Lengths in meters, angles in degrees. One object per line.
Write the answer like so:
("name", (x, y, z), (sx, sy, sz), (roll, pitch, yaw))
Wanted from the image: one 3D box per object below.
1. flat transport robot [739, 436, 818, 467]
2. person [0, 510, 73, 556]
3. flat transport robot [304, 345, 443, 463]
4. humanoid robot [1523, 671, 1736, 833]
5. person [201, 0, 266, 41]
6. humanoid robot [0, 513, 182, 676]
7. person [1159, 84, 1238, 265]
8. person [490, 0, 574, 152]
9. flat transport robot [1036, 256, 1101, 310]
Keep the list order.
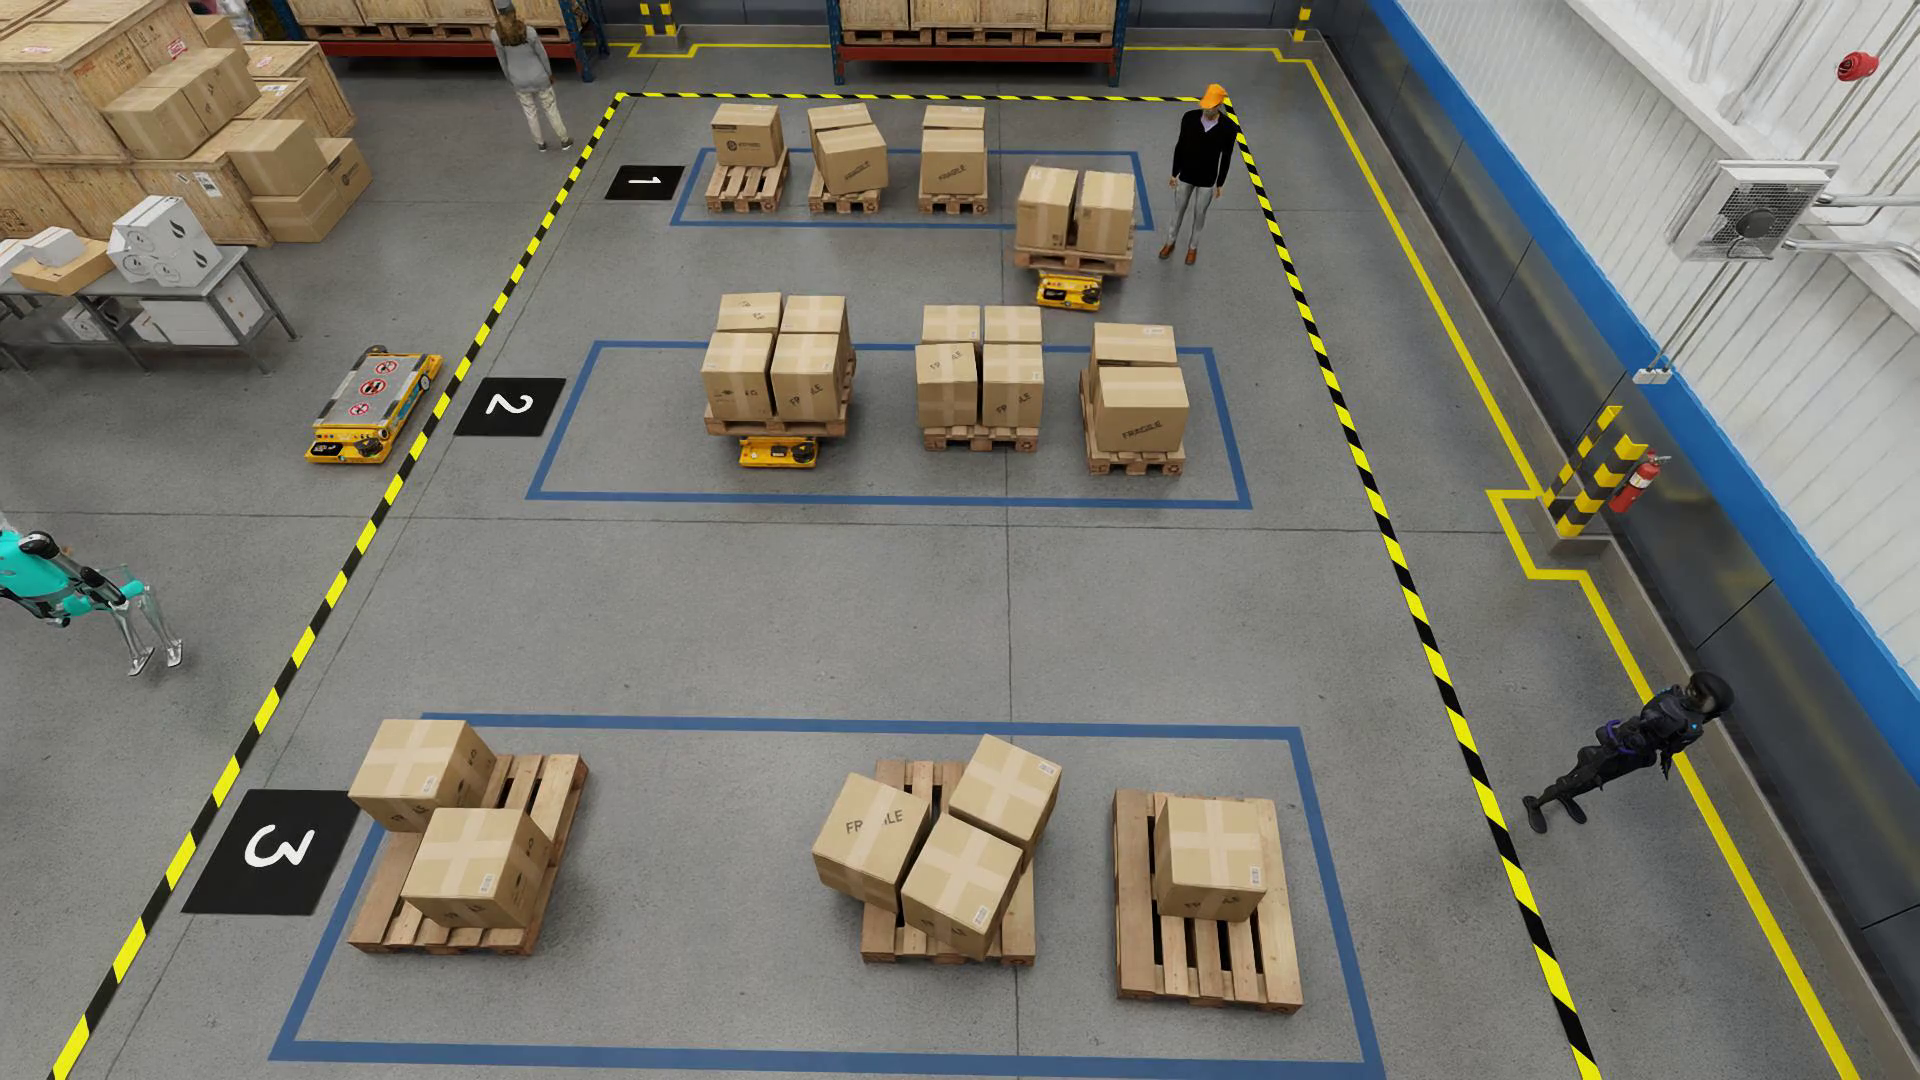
("flat transport robot", (-1.582, -1.235, 8.394), (0.652, 0.197, 1.431), (1, 50, 1))
("person", (-7.296, -0.346, 6.609), (0.361, 1.879, 0.585), (-21, 53, -17))
("flat transport robot", (-5.383, -1.269, 8.441), (0.659, 0.231, 1.431), (1, 50, 1))
("humanoid robot", (3.920, 1.256, 5.370), (0.599, 1.659, 0.315), (-7, 50, -6))
("person", (-9.508, -6.778, 12.091), (0.552, 1.807, 0.594), (4, 50, 3))
("humanoid robot", (-5.834, 0.259, 6.099), (0.533, 1.676, 0.735), (-11, 51, -9))
("person", (2.463, -3.761, 9.495), (0.585, 1.880, 0.386), (21, 53, 17))
("person", (-5.227, -5.617, 11.139), (0.560, 1.765, 0.400), (-6, 50, -5))
("flat transport robot", (1.218, -3.004, 9.890), (0.652, 0.197, 1.431), (7, 50, 6))
